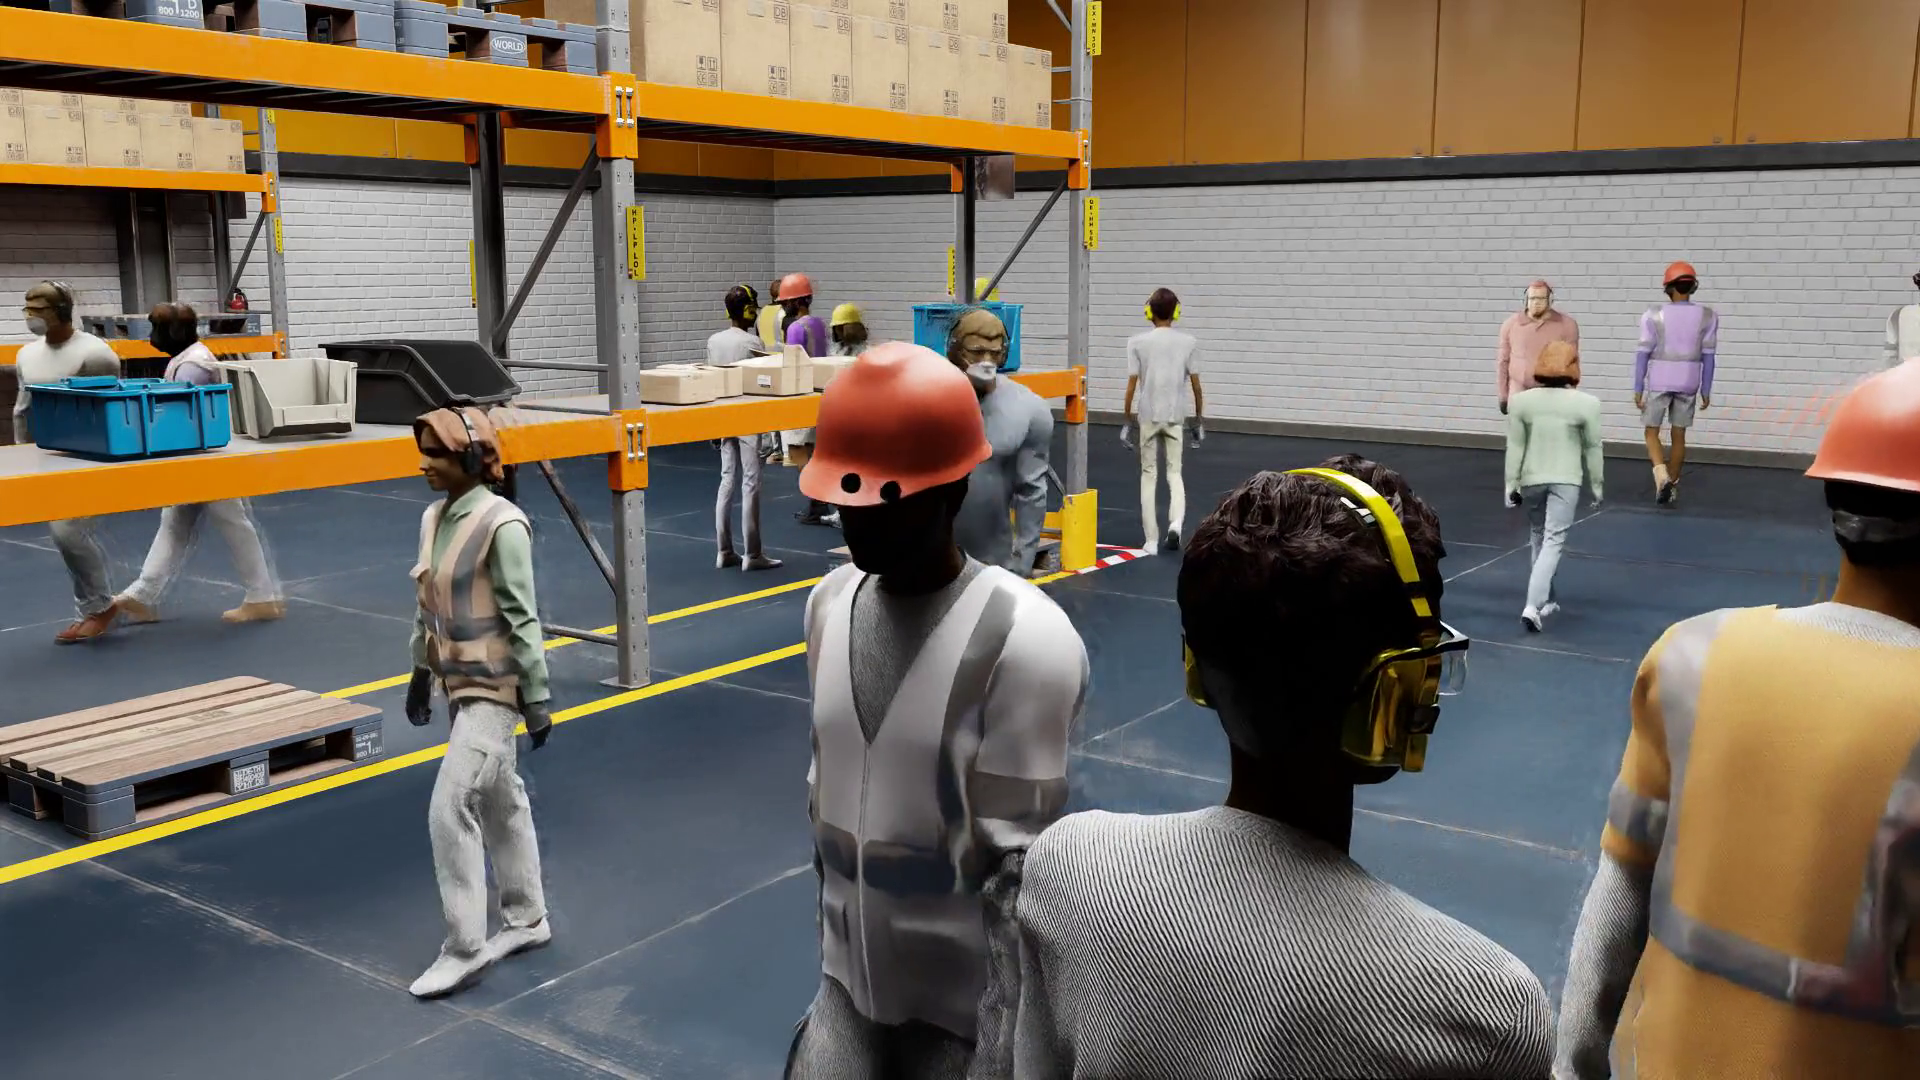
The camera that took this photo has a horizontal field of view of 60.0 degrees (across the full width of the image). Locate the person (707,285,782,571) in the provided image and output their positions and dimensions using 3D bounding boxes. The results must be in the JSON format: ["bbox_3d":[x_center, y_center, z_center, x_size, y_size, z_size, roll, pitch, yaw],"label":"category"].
[{"bbox_3d":[-1.437,-0.730,10.922,0.535,1.861,0.309,7,12,35],"label":"person"}]

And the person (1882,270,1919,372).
[{"bbox_3d":[7.289,-1.098,12.581,0.394,2.040,0.610,-4,10,-24],"label":"person"}]

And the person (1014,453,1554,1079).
[{"bbox_3d":[0.260,0.859,1.438,0.534,1.868,0.309,9,13,42],"label":"person"}]

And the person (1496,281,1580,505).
[{"bbox_3d":[4.783,-1.204,13.788,0.650,1.852,1.006,3,10,17],"label":"person"}]

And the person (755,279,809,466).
[{"bbox_3d":[-1.748,-1.656,16.492,0.430,1.845,0.619,-8,12,-39],"label":"person"}]

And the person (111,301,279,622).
[{"bbox_3d":[-4.303,-0.405,9.174,0.965,1.790,0.645,-5,11,-30],"label":"person"}]

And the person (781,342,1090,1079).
[{"bbox_3d":[-0.072,0.663,2.488,0.540,1.912,0.398,8,12,40],"label":"person"}]

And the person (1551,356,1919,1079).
[{"bbox_3d":[1.087,0.723,2.133,0.610,1.907,0.625,-6,11,-32],"label":"person"}]

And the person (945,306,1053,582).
[{"bbox_3d":[0.016,0.057,6.271,0.631,1.862,1.046,-2,10,-12],"label":"person"}]

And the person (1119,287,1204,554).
[{"bbox_3d":[1.383,-0.797,11.373,0.566,1.846,0.511,0,10,-1],"label":"person"}]

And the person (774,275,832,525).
[{"bbox_3d":[-1.181,-1.062,12.765,0.493,1.916,0.558,3,10,16],"label":"person"}]

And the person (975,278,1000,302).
[{"bbox_3d":[0.055,-0.990,12.348,0.493,1.900,0.596,7,12,37],"label":"person"}]

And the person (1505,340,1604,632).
[{"bbox_3d":[3.263,-0.304,9.198,0.505,1.602,0.849,7,12,36],"label":"person"}]

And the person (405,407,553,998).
[{"bbox_3d":[-1.417,0.442,4.631,0.610,1.617,0.548,-8,12,-40],"label":"person"}]

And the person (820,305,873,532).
[{"bbox_3d":[-0.830,-0.917,12.526,0.500,1.685,0.911,7,12,35],"label":"person"}]

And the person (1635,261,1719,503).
[{"bbox_3d":[5.912,-1.289,13.765,0.613,2.027,0.739,2,10,12],"label":"person"}]

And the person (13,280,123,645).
[{"bbox_3d":[-4.678,-0.387,8.698,0.651,1.918,0.455,4,10,22],"label":"person"}]
